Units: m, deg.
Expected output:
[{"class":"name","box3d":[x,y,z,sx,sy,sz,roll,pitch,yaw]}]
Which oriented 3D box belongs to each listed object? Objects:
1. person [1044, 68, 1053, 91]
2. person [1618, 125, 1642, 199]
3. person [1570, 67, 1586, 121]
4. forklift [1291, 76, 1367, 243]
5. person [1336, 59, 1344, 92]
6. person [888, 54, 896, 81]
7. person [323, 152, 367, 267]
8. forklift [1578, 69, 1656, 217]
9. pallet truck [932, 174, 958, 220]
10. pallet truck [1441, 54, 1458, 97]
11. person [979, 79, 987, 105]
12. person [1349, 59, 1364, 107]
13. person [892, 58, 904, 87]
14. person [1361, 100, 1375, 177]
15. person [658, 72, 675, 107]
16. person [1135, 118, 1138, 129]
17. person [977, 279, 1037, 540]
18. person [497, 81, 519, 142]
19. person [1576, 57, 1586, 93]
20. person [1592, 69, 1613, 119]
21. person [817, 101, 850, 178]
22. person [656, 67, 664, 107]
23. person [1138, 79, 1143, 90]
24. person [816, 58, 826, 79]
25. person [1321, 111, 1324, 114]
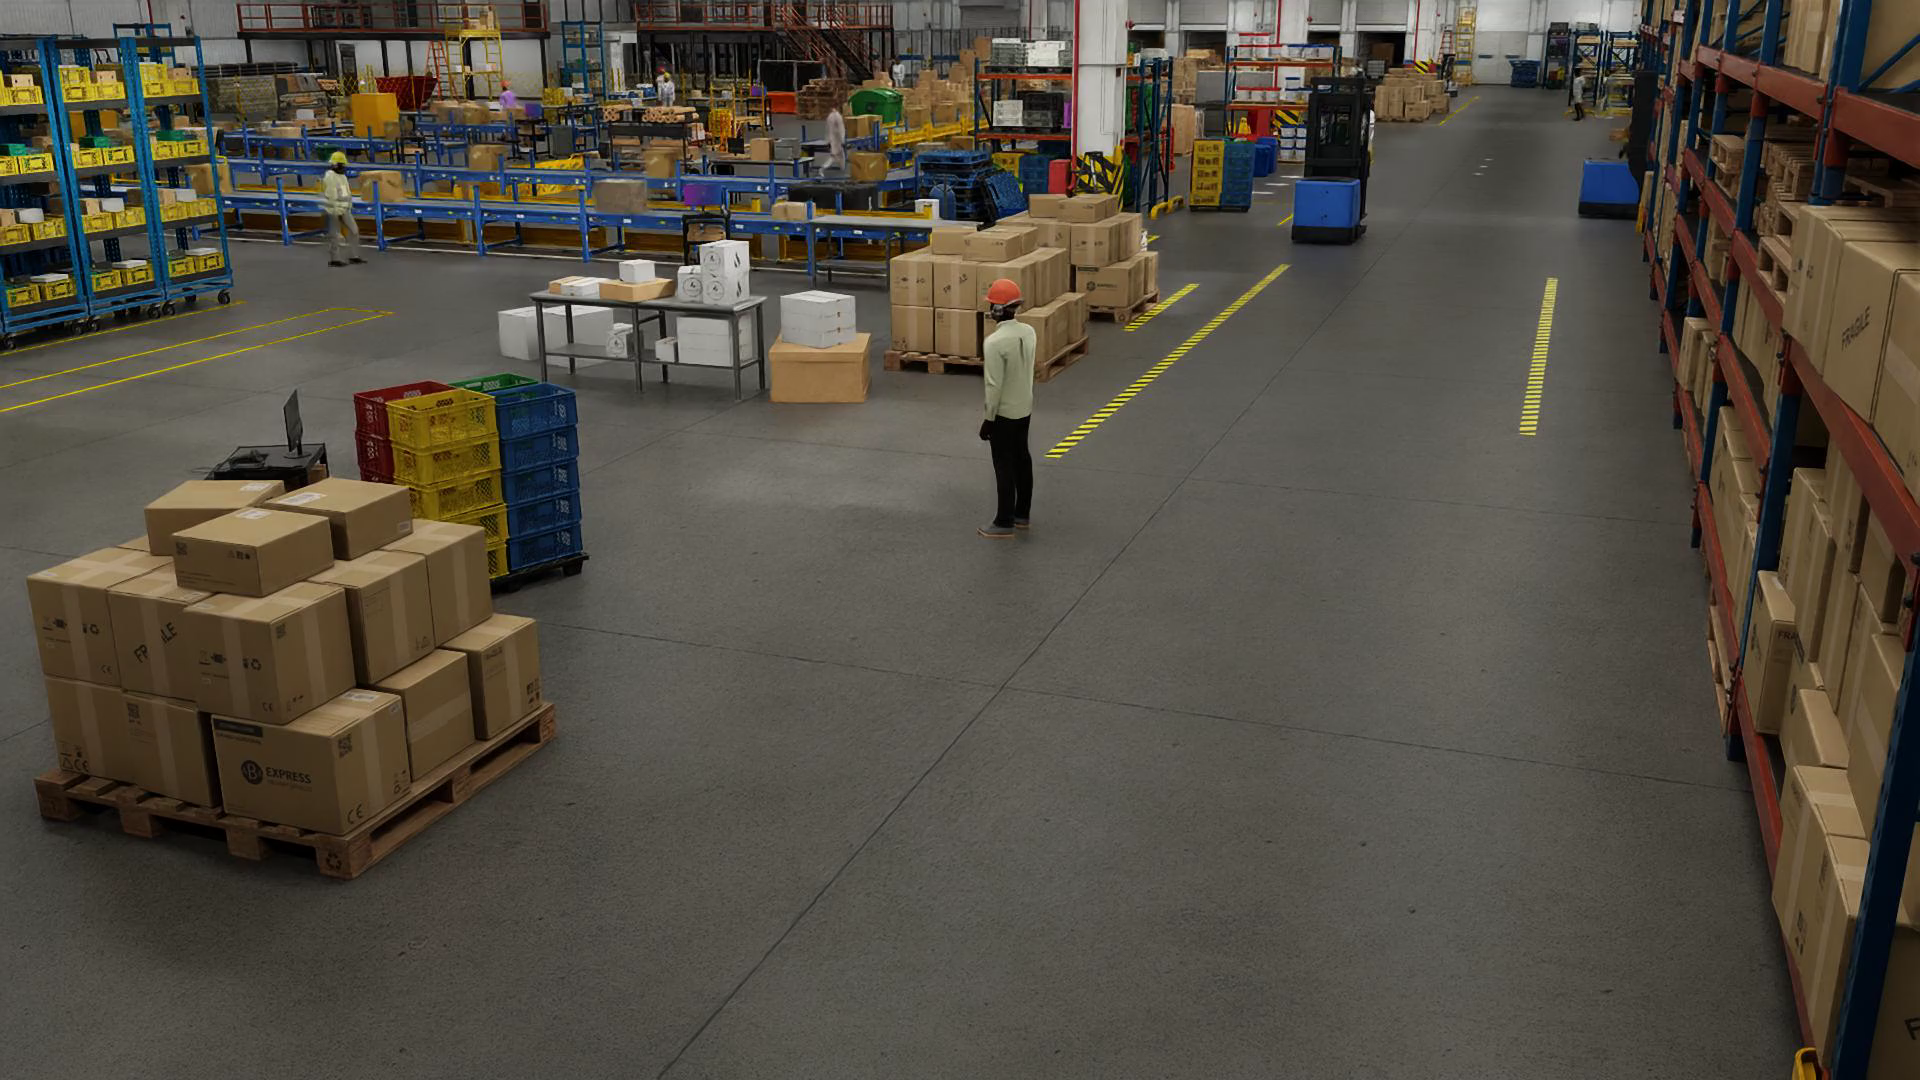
[{"class":"person","box3d":[4.120,-21.874,78.536,0.618,1.866,0.582,-13,22,-35]},{"class":"person","box3d":[14.280,-8.015,35.336,0.543,1.651,0.807,-15,23,-38]},{"class":"person","box3d":[22.784,-16.419,61.297,0.442,1.924,0.646,-3,18,-9]},{"class":"forklift","box3d":[6.598,-6.755,29.381,1.129,2.768,1.873,6,19,19]},{"class":"person","box3d":[16.372,-19.777,71.863,0.454,1.913,0.577,15,23,39]},{"class":"person","box3d":[-3.401,-23.903,85.052,0.522,1.790,1.005,-1,18,-2]},{"class":"person","box3d":[-9.738,-5.207,26.260,0.675,1.805,0.612,2,18,7]},{"class":"forklift","box3d":[13.219,-7.740,32.475,1.873,2.768,1.129,6,19,18]},{"class":"pallet truck","box3d":[-0.507,-5.292,27.348,0.653,1.274,1.630,6,19,19]},{"class":"pallet truck","box3d":[22.765,-21.886,78.355,0.823,1.965,1.885,-4,18,-14]},{"class":"person","box3d":[0.827,-15.358,58.454,0.535,1.616,0.523,-9,20,-27]},{"class":"person","box3d":[16.761,-19.246,69.992,0.700,2.000,1.028,-12,21,-34]},{"class":"person","box3d":[-2.842,-21.363,76.977,0.590,1.847,0.968,4,18,12]},{"class":"person","box3d":[9.910,-9.842,40.604,0.351,1.942,0.545,0,18,-1]},{"class":"person","box3d":[-10.456,-15.737,59.323,0.595,1.825,0.404,-8,19,-24]},{"class":"person","box3d":[3.952,-9.510,39.390,0.607,2.048,0.369,17,24,42]},{"class":"person","box3d":[0.351,-0.997,12.721,0.383,1.996,0.609,12,21,33]},{"class":"person","box3d":[-13.799,-12.987,50.571,0.976,1.882,0.569,9,20,27]},{"class":"person","box3d":[30.013,-22.428,80.387,0.631,1.785,0.970,-13,22,-36]},{"class":"person","box3d":[24.324,-16.829,62.741,0.868,1.826,0.574,12,21,34]},{"class":"person","box3d":[-3.025,-9.591,39.953,0.878,1.861,0.640,-7,19,-22]},{"class":"person","box3d":[-10.932,-16.452,61.363,1.018,1.957,0.642,14,22,36]},{"class":"person","box3d":[8.884,-22.974,81.913,0.616,1.920,0.850,-2,18,-7]},{"class":"person","box3d":[-6.175,-20.407,73.839,0.416,1.916,0.536,-7,19,-21]},{"class":"person","box3d":[12.027,-14.475,55.722,0.884,1.594,0.531,-1,18,-4]}]
